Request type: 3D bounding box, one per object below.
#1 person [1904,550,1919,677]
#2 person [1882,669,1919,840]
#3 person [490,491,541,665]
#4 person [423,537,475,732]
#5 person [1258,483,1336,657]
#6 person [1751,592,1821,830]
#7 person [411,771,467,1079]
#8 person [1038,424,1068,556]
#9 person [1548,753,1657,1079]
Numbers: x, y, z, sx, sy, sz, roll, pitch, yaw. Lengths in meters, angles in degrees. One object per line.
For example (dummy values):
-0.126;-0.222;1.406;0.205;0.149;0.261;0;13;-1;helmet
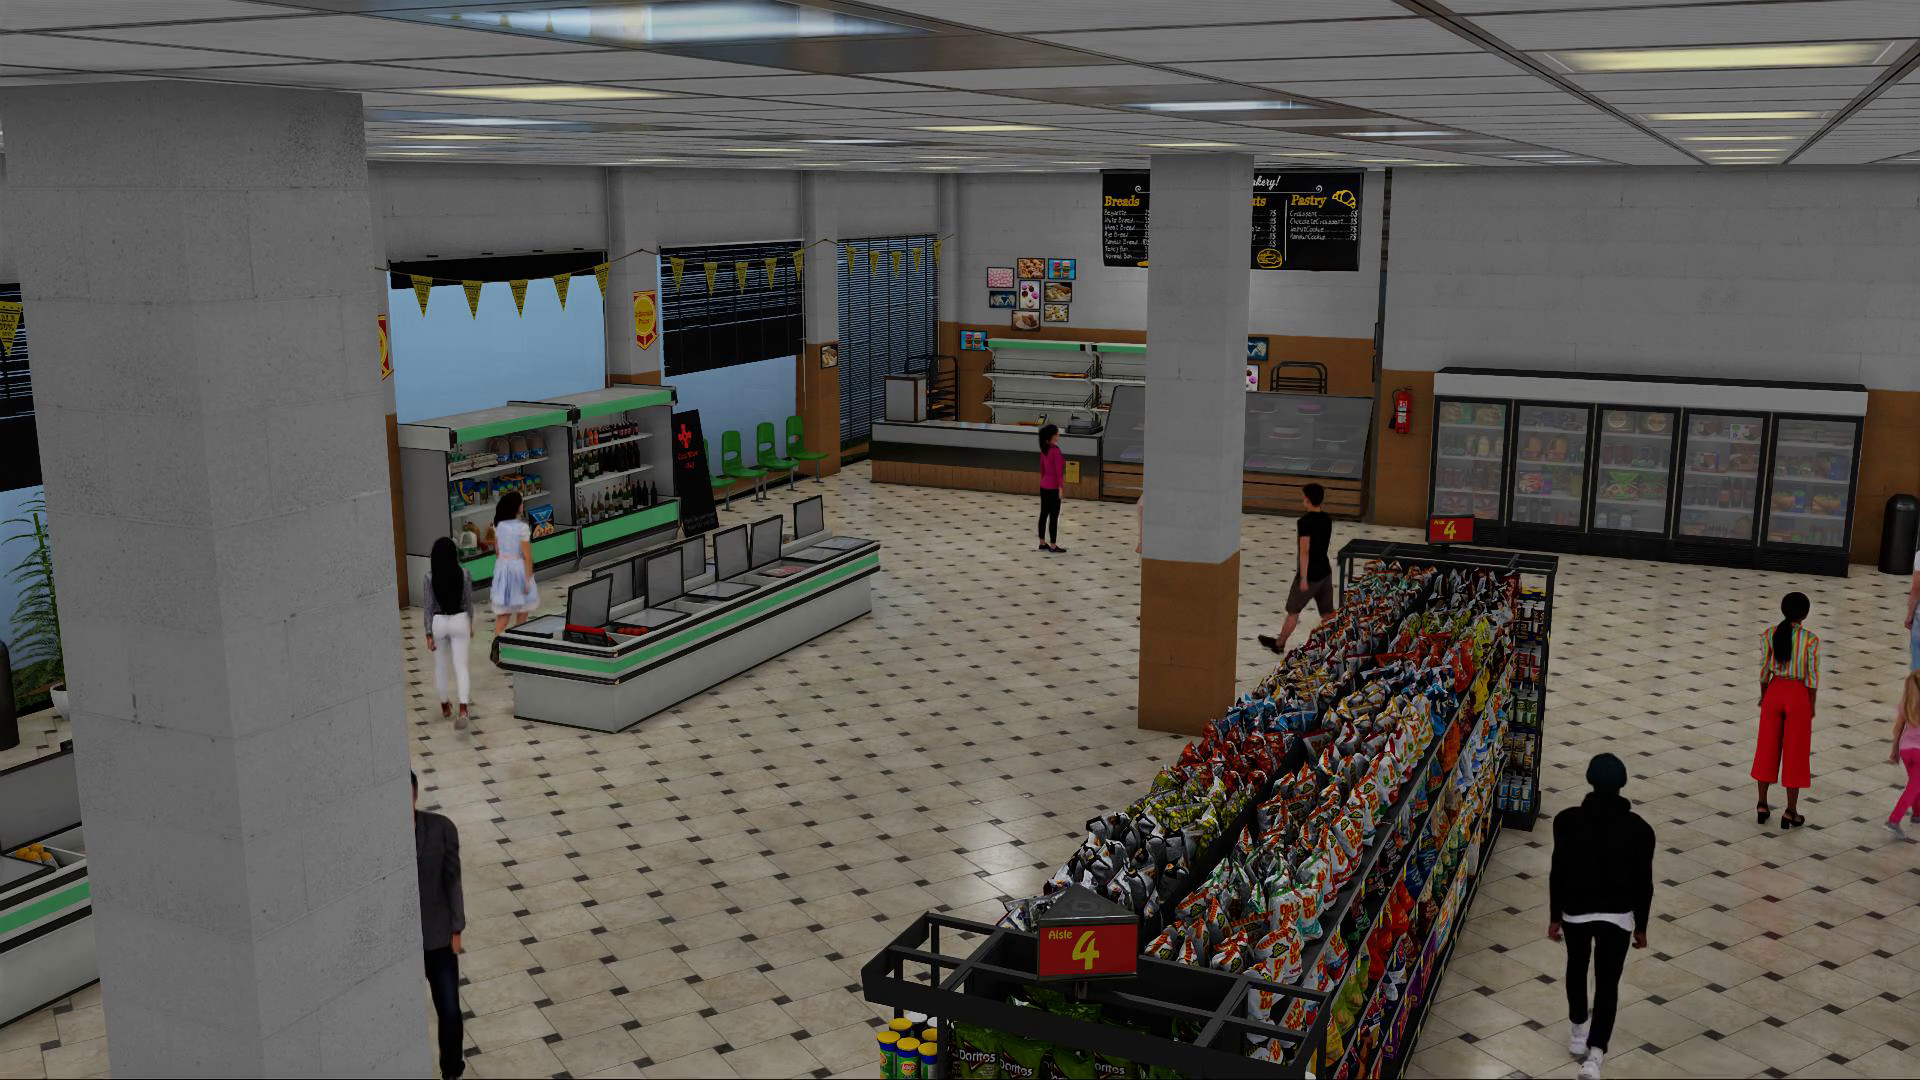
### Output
8.821;0.681;15.020;0.704;1.851;0.617;3;12;12;person
7.001;1.576;12.217;0.957;1.254;0.828;-6;13;-27;person
-4.412;0.447;16.276;0.767;1.791;1.000;3;12;14;person
-4.457;0.848;14.620;1.087;1.688;1.177;-4;12;-18;person
3.588;0.385;16.521;1.219;1.811;1.078;-10;15;-39;person
6.165;1.259;12.415;0.652;1.792;0.675;-11;16;-42;person
-2.798;2.036;8.548;0.791;1.865;0.843;-4;12;-18;person
1.183;-0.676;21.833;0.721;1.698;0.682;-7;14;-30;person
3.359;2.024;8.788;0.682;1.790;1.152;6;13;26;person
